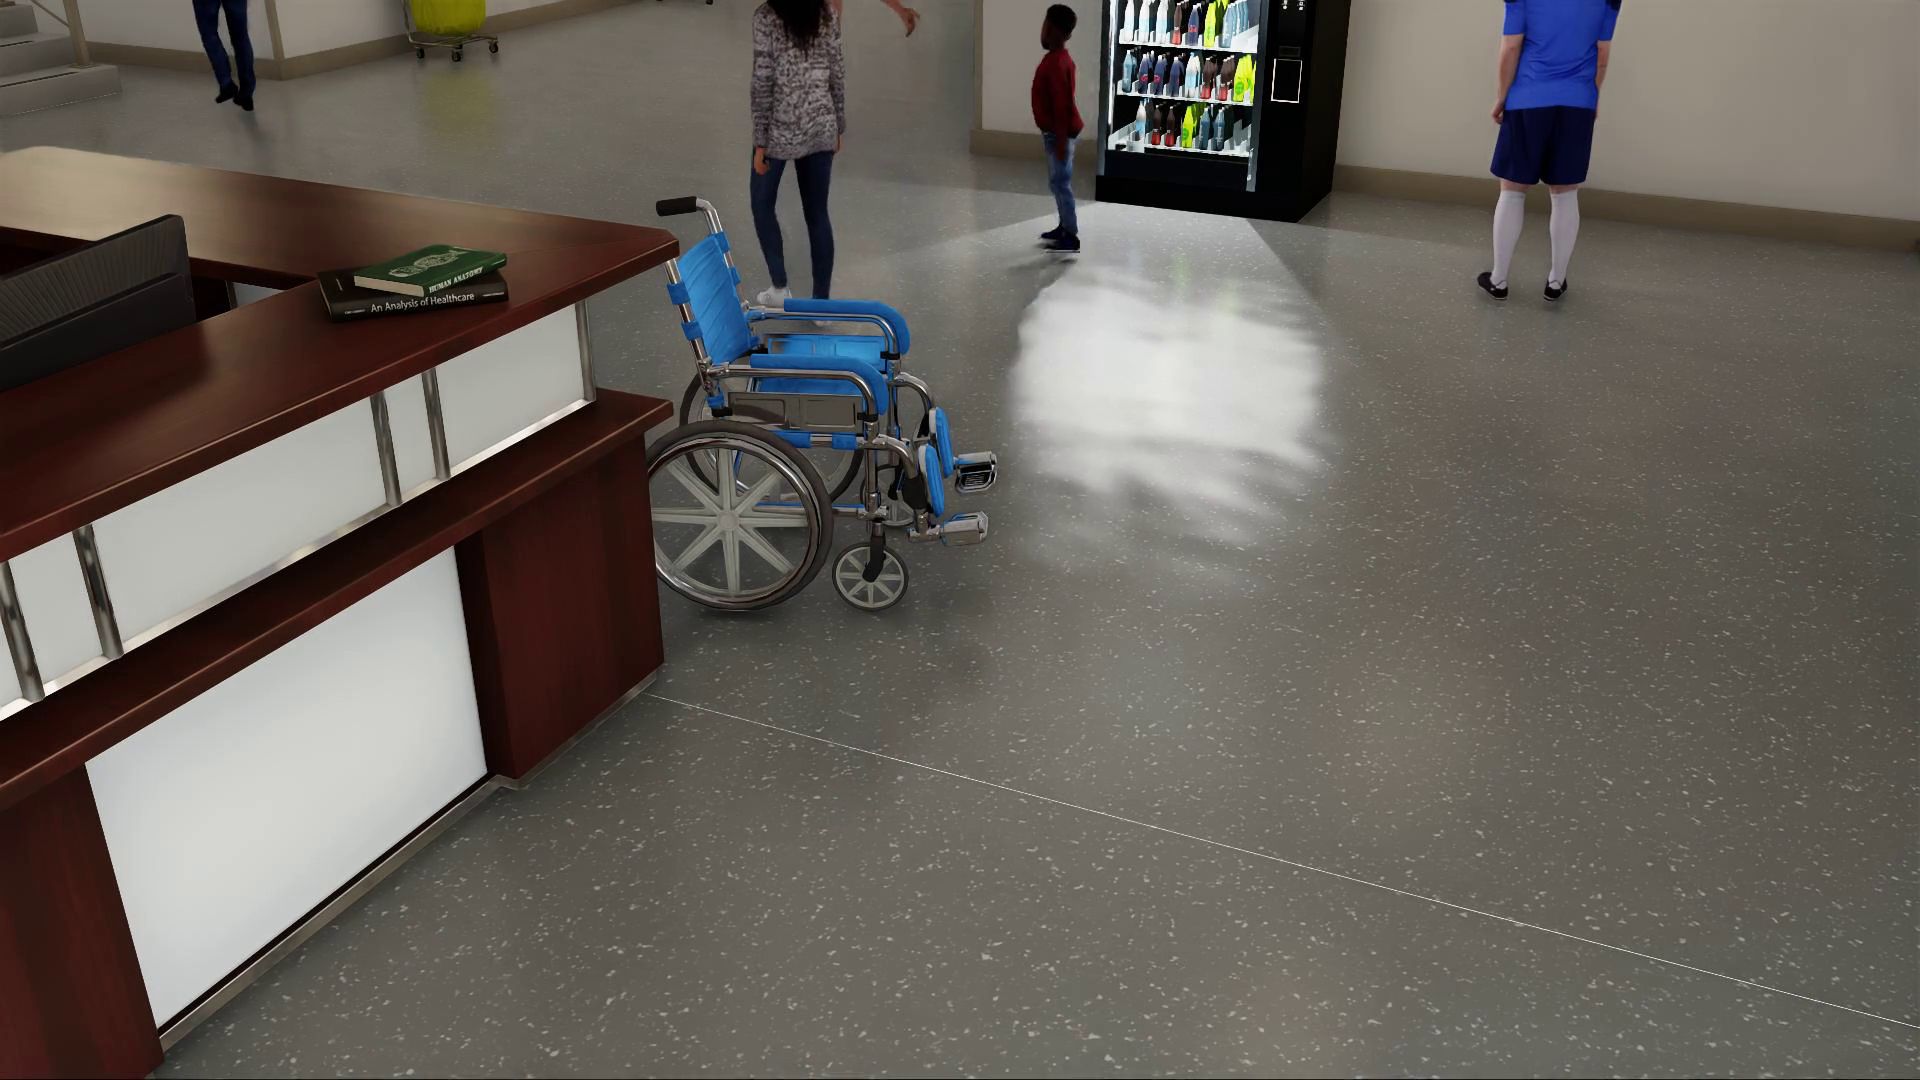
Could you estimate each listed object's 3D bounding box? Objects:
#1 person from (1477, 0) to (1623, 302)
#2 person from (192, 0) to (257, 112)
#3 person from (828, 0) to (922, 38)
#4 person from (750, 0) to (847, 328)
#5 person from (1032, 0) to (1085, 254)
[{"bbox_3d":[2.759,-2.041,7.797,0.617,1.840,0.792,4,26,8],"label":"person"},{"bbox_3d":[-5.242,-4.008,11.833,0.779,1.876,0.782,-19,32,-34],"label":"person"},{"bbox_3d":[-0.815,-4.993,14.030,1.221,1.741,0.936,0,26,-1],"label":"person"},{"bbox_3d":[-0.692,-1.781,7.399,0.811,1.716,0.862,-13,29,-25],"label":"person"},{"bbox_3d":[0.552,-2.123,8.668,0.643,1.231,0.721,-4,26,-8],"label":"person"}]
